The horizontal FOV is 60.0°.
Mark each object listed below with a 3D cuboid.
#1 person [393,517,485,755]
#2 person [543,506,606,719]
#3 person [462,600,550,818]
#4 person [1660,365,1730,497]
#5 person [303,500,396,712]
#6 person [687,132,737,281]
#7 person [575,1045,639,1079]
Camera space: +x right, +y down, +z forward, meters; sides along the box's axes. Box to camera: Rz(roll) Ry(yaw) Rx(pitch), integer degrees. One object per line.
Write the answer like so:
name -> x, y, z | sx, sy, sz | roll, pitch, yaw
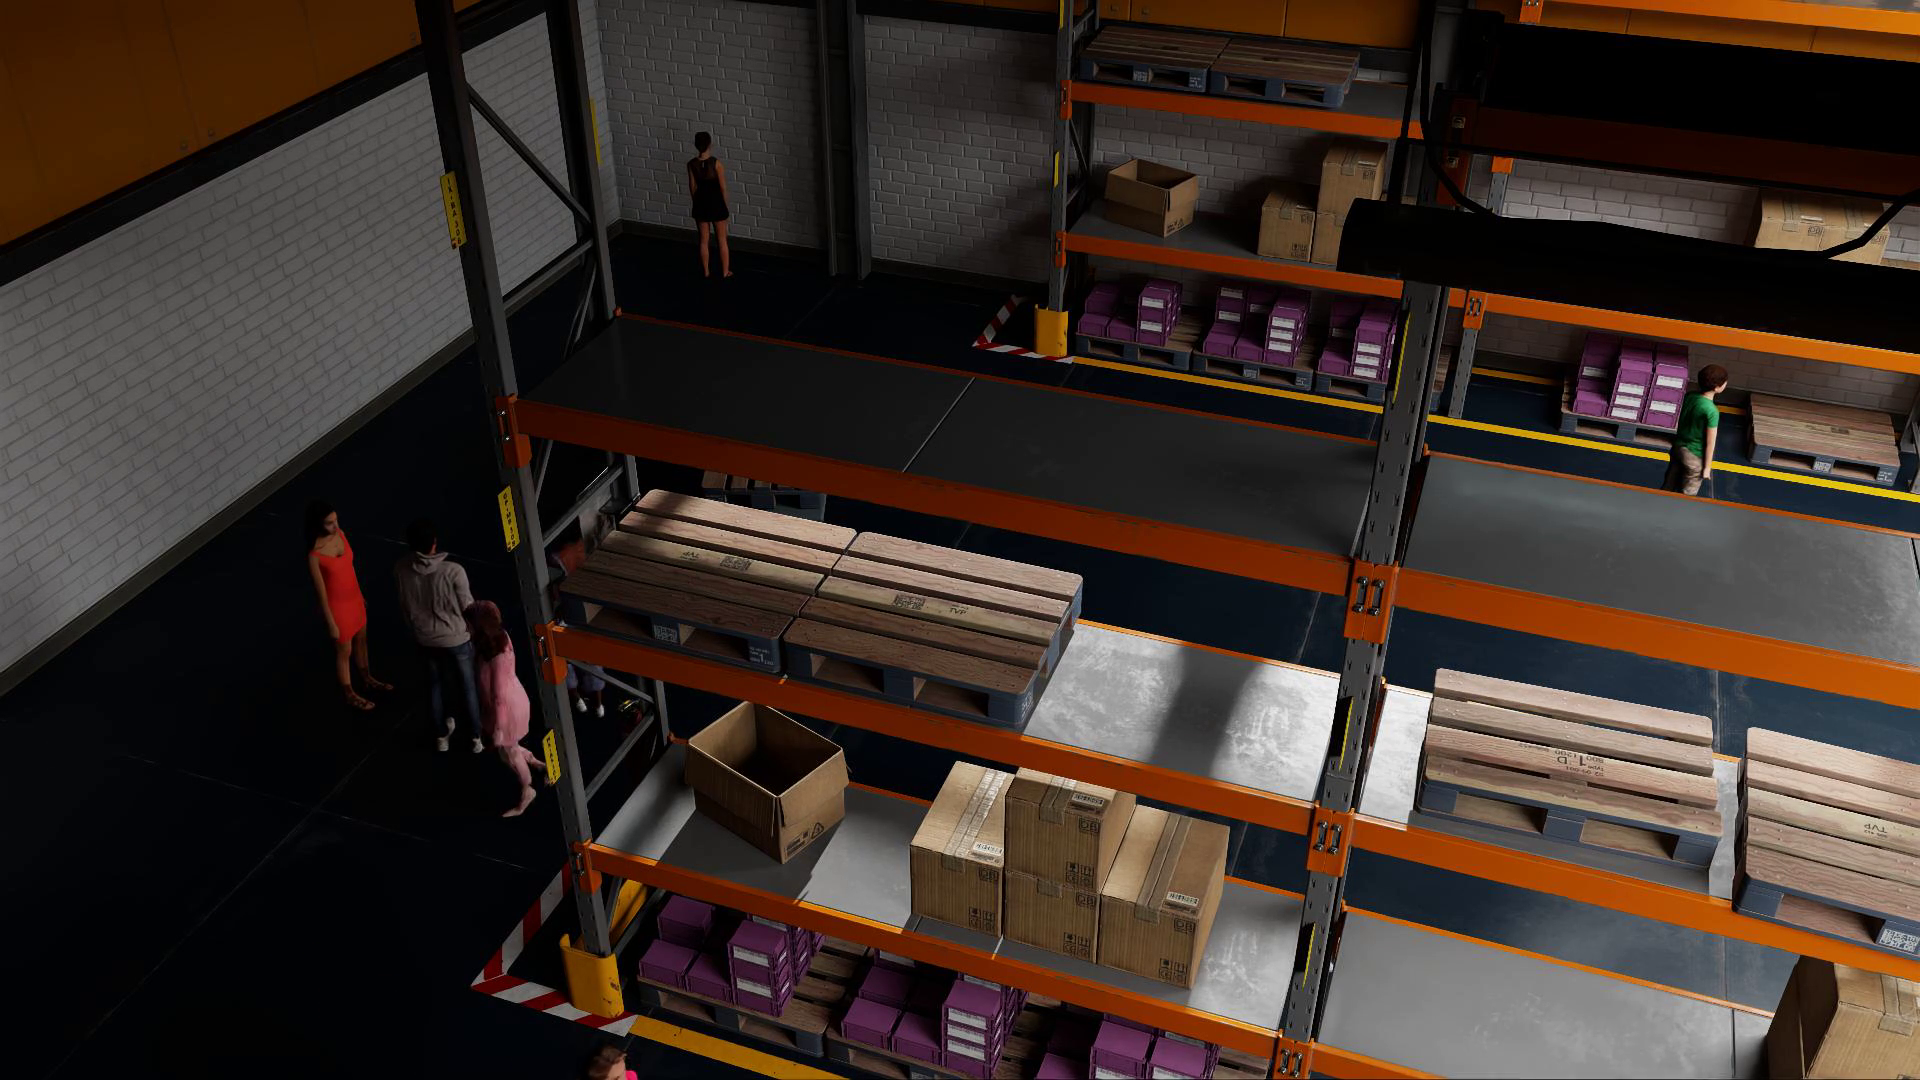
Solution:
person -> -3.562, 0.662, 11.409 | 0.618, 1.851, 0.790 | 1, 34, 1
person -> -2.650, 0.561, 11.720 | 0.786, 1.676, 0.715 | 20, 39, 28
person -> -2.873, 1.089, 10.828 | 0.850, 1.784, 0.789 | -15, 37, -22
person -> 5.970, -0.690, 13.624 | 0.685, 1.651, 0.660 | -7, 34, -11
person -> -4.414, 0.459, 11.833 | 0.567, 1.720, 0.603 | 7, 34, 11
person -> -2.716, -3.614, 18.004 | 0.558, 1.672, 0.677 | 5, 34, 8
person -> -1.750, 3.011, 8.015 | 0.953, 1.696, 0.576 | 12, 35, 17
